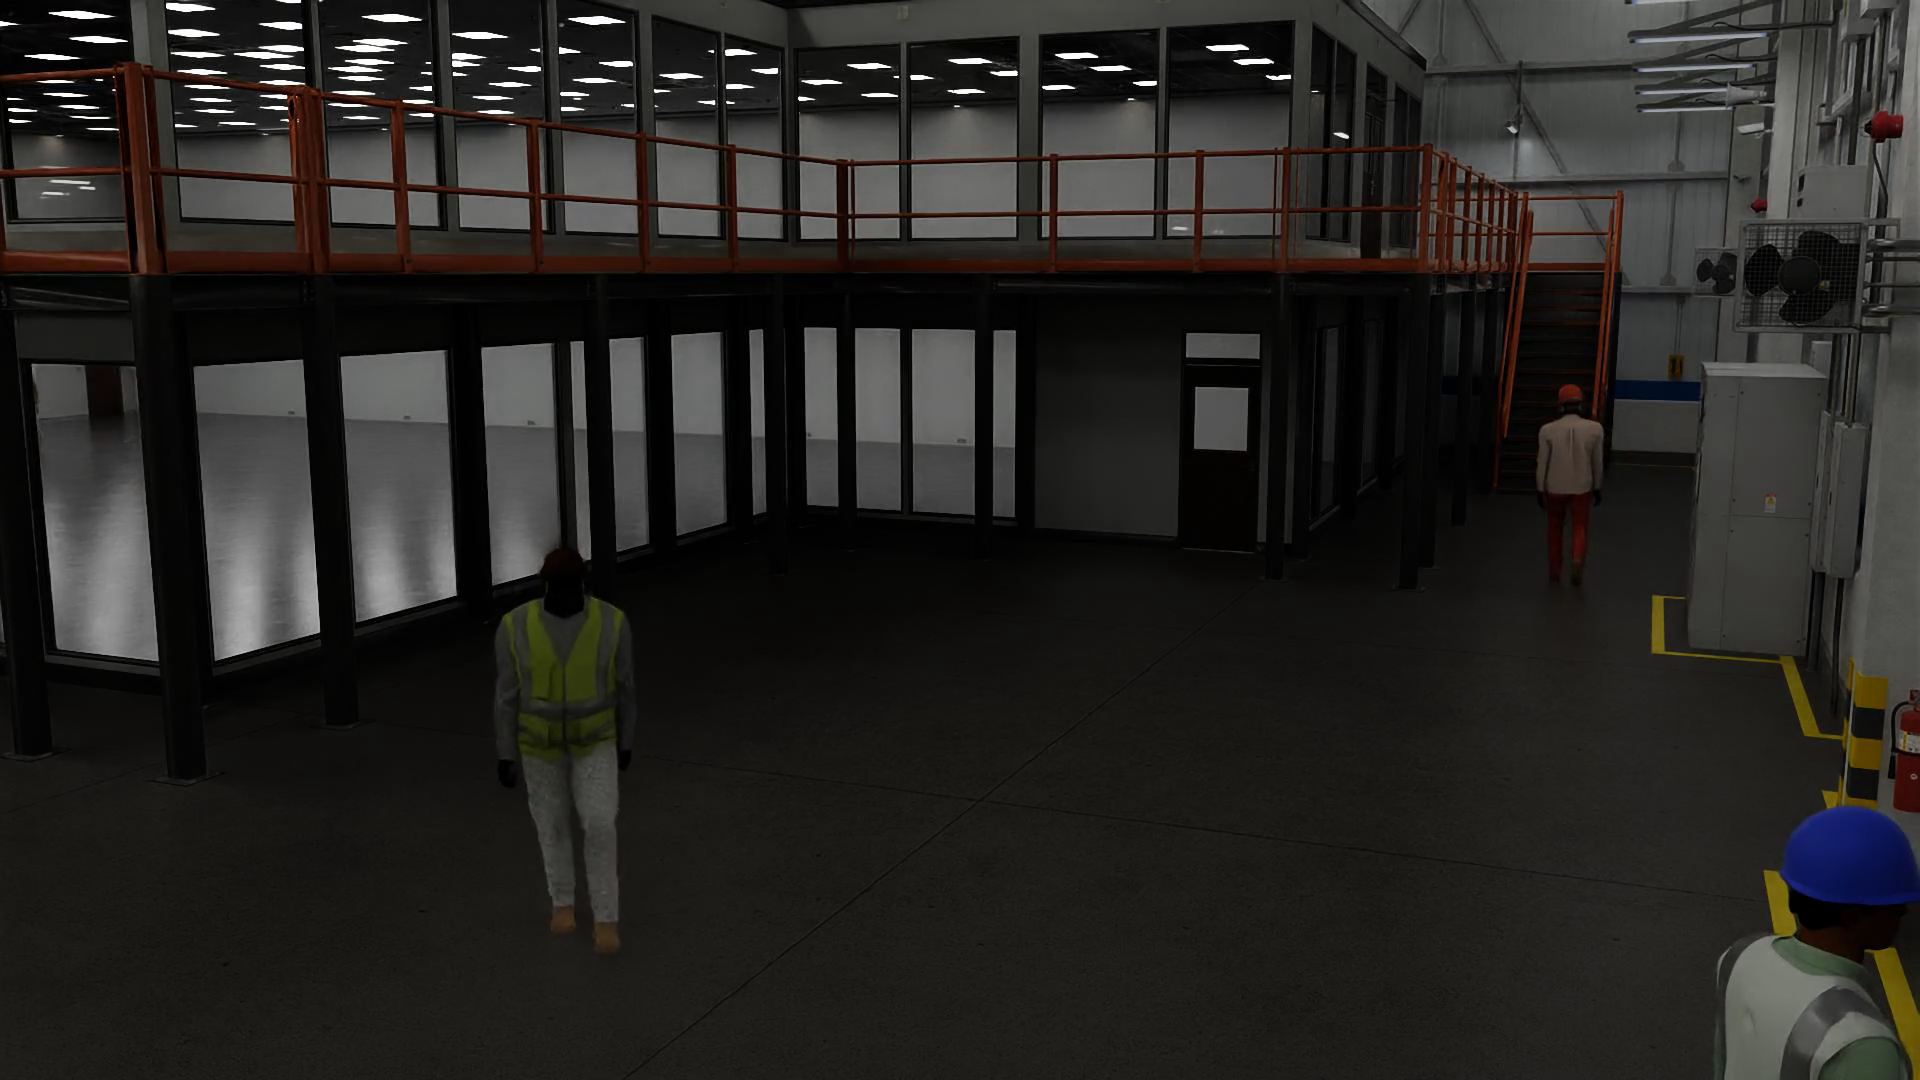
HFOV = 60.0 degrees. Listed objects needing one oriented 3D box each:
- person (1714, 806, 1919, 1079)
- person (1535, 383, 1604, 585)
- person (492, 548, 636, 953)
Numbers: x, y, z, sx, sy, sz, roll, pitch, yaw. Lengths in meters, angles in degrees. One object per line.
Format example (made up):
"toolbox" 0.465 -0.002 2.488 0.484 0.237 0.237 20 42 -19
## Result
"person" 1.825 1.515 3.586 0.389 1.949 0.604 0 9 0
"person" 5.863 -0.514 16.017 0.634 1.973 0.581 3 10 16
"person" -1.772 0.954 7.478 0.630 1.819 0.761 -2 9 -11
